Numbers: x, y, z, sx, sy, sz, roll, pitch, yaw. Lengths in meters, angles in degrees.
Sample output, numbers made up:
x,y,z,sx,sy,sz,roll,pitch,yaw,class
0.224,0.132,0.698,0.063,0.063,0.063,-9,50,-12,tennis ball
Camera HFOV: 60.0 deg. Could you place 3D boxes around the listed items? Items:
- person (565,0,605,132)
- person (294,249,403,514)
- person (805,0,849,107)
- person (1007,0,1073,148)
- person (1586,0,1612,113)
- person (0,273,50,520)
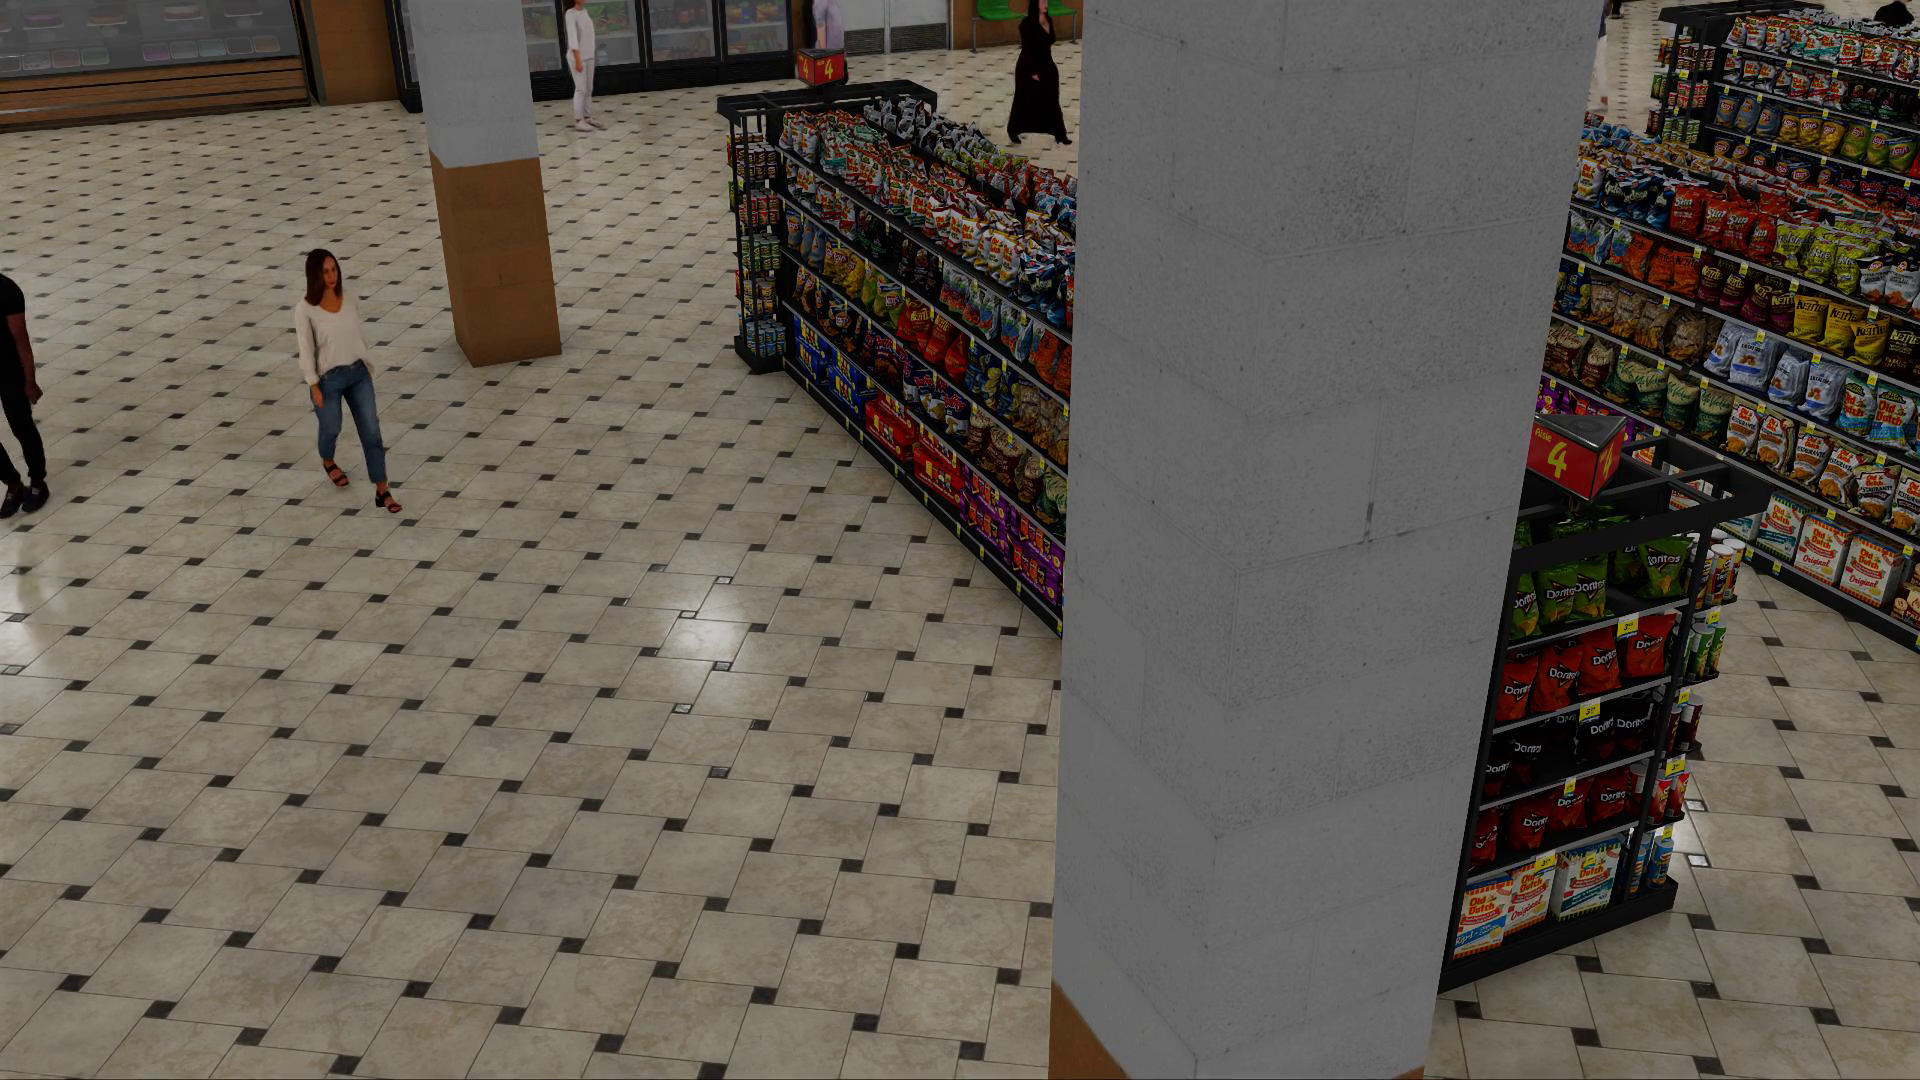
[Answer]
x,y,z,sx,sy,sz,roll,pitch,yaw,class
-4.480,-5.698,19.610,0.747,1.686,0.665,6,28,12,person
-3.923,-1.004,10.409,1.168,1.637,0.874,24,35,39,person
-1.602,-5.719,19.504,0.974,1.821,0.927,6,27,11,person
0.770,-5.269,18.743,1.224,1.706,0.940,24,35,39,person
7.873,-6.067,20.363,1.049,1.663,1.036,5,27,11,person
-5.922,-1.045,10.308,0.808,1.802,0.825,-1,27,-2,person
